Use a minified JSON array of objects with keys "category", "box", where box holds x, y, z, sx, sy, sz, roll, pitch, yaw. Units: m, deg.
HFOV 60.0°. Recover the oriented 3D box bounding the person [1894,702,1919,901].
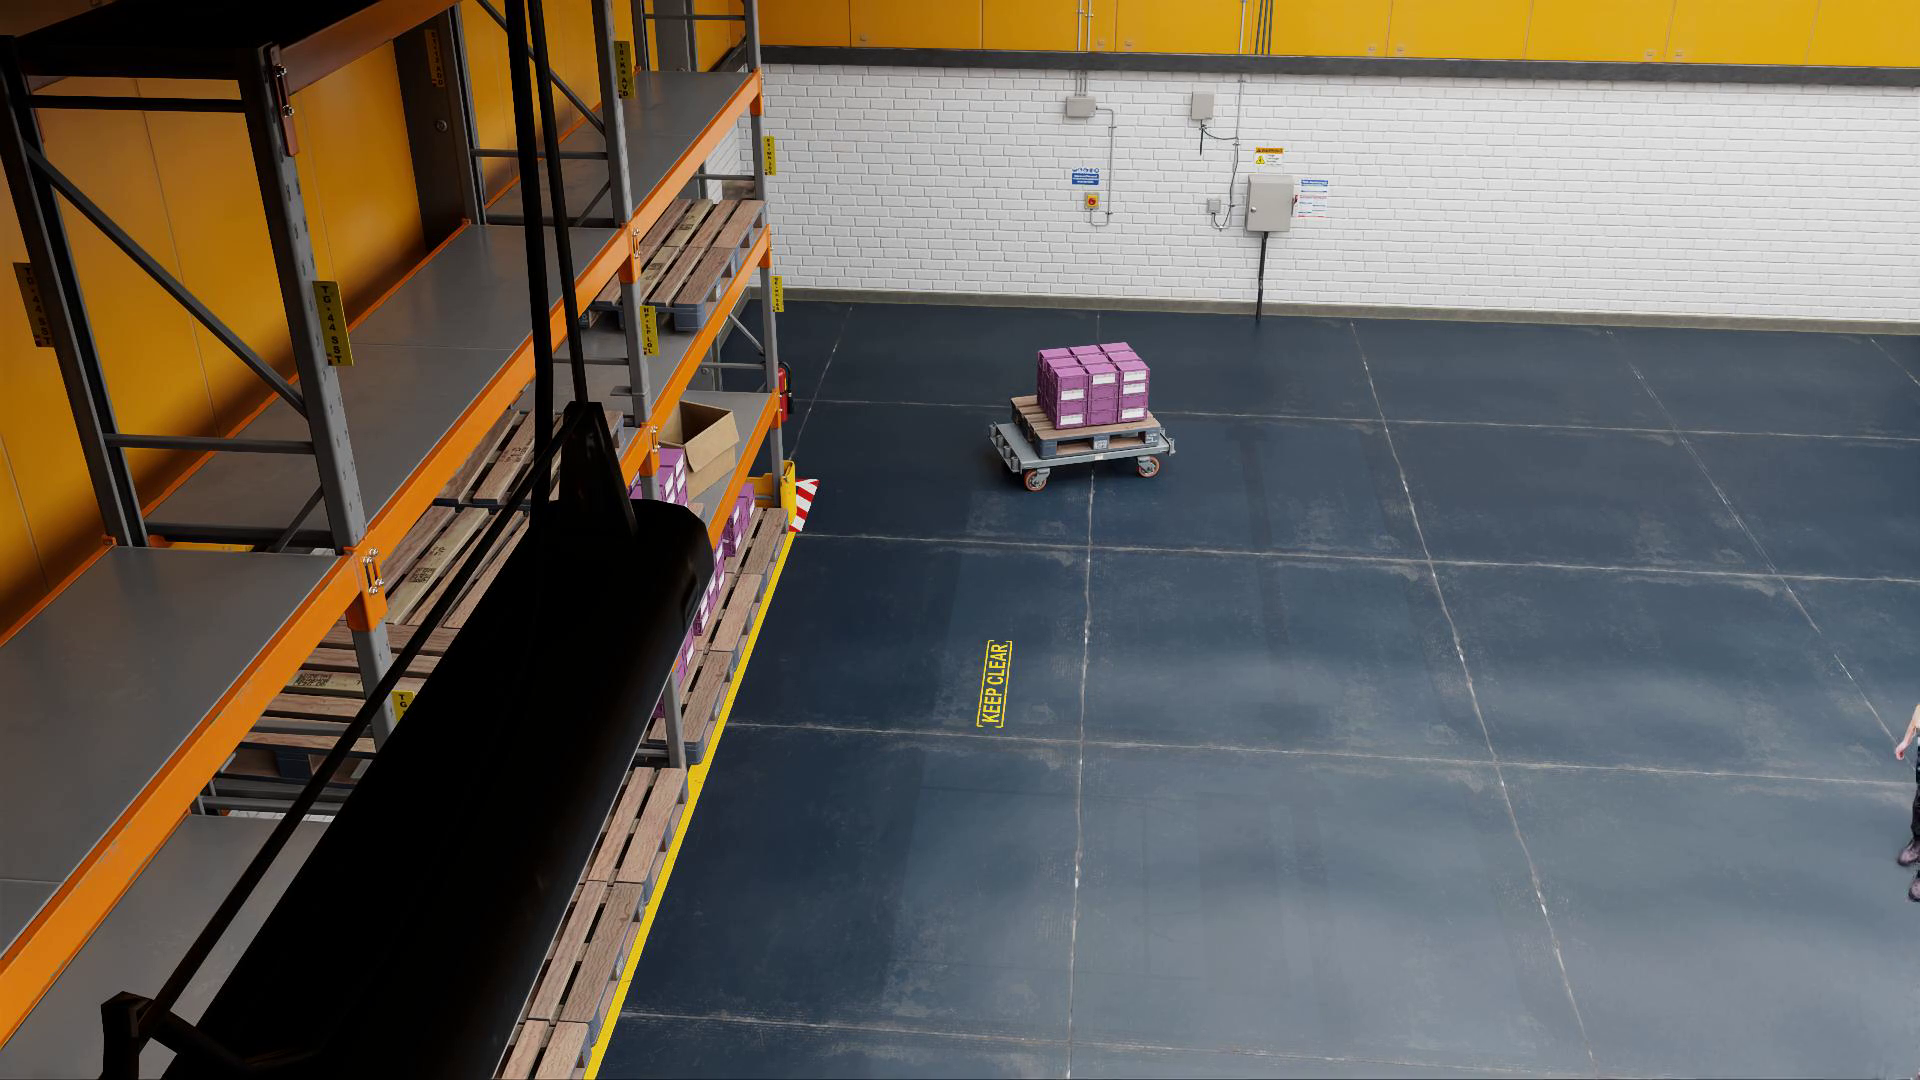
[{"category":"person","box":[6.400,1.350,10.667,1.000,1.809,0.950,-18,34,-30]}]
